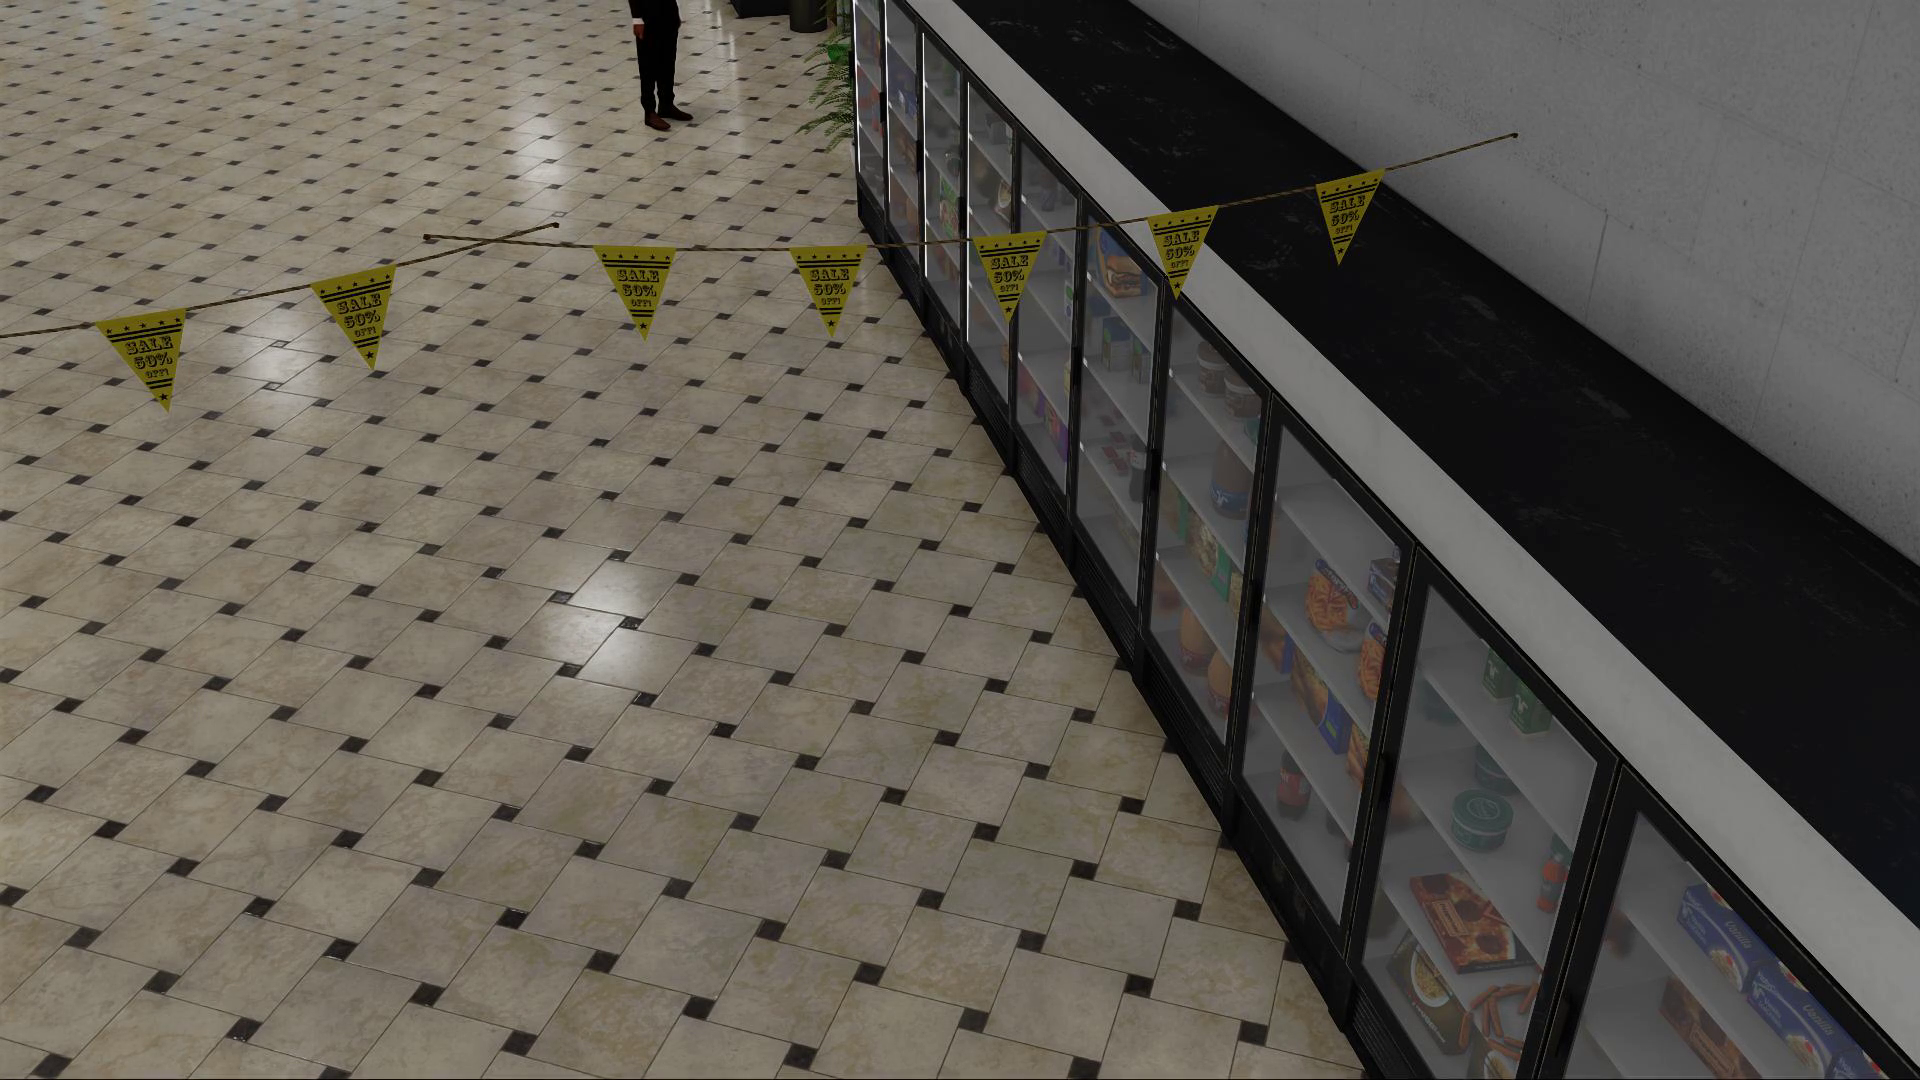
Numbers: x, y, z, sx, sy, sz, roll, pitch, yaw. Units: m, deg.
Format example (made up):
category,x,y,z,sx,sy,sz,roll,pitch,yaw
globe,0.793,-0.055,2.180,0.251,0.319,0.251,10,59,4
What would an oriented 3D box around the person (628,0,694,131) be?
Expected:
category,x,y,z,sx,sy,sz,roll,pitch,yaw
person,-2.580,-4.463,14.019,0.842,1.905,0.779,18,36,26
